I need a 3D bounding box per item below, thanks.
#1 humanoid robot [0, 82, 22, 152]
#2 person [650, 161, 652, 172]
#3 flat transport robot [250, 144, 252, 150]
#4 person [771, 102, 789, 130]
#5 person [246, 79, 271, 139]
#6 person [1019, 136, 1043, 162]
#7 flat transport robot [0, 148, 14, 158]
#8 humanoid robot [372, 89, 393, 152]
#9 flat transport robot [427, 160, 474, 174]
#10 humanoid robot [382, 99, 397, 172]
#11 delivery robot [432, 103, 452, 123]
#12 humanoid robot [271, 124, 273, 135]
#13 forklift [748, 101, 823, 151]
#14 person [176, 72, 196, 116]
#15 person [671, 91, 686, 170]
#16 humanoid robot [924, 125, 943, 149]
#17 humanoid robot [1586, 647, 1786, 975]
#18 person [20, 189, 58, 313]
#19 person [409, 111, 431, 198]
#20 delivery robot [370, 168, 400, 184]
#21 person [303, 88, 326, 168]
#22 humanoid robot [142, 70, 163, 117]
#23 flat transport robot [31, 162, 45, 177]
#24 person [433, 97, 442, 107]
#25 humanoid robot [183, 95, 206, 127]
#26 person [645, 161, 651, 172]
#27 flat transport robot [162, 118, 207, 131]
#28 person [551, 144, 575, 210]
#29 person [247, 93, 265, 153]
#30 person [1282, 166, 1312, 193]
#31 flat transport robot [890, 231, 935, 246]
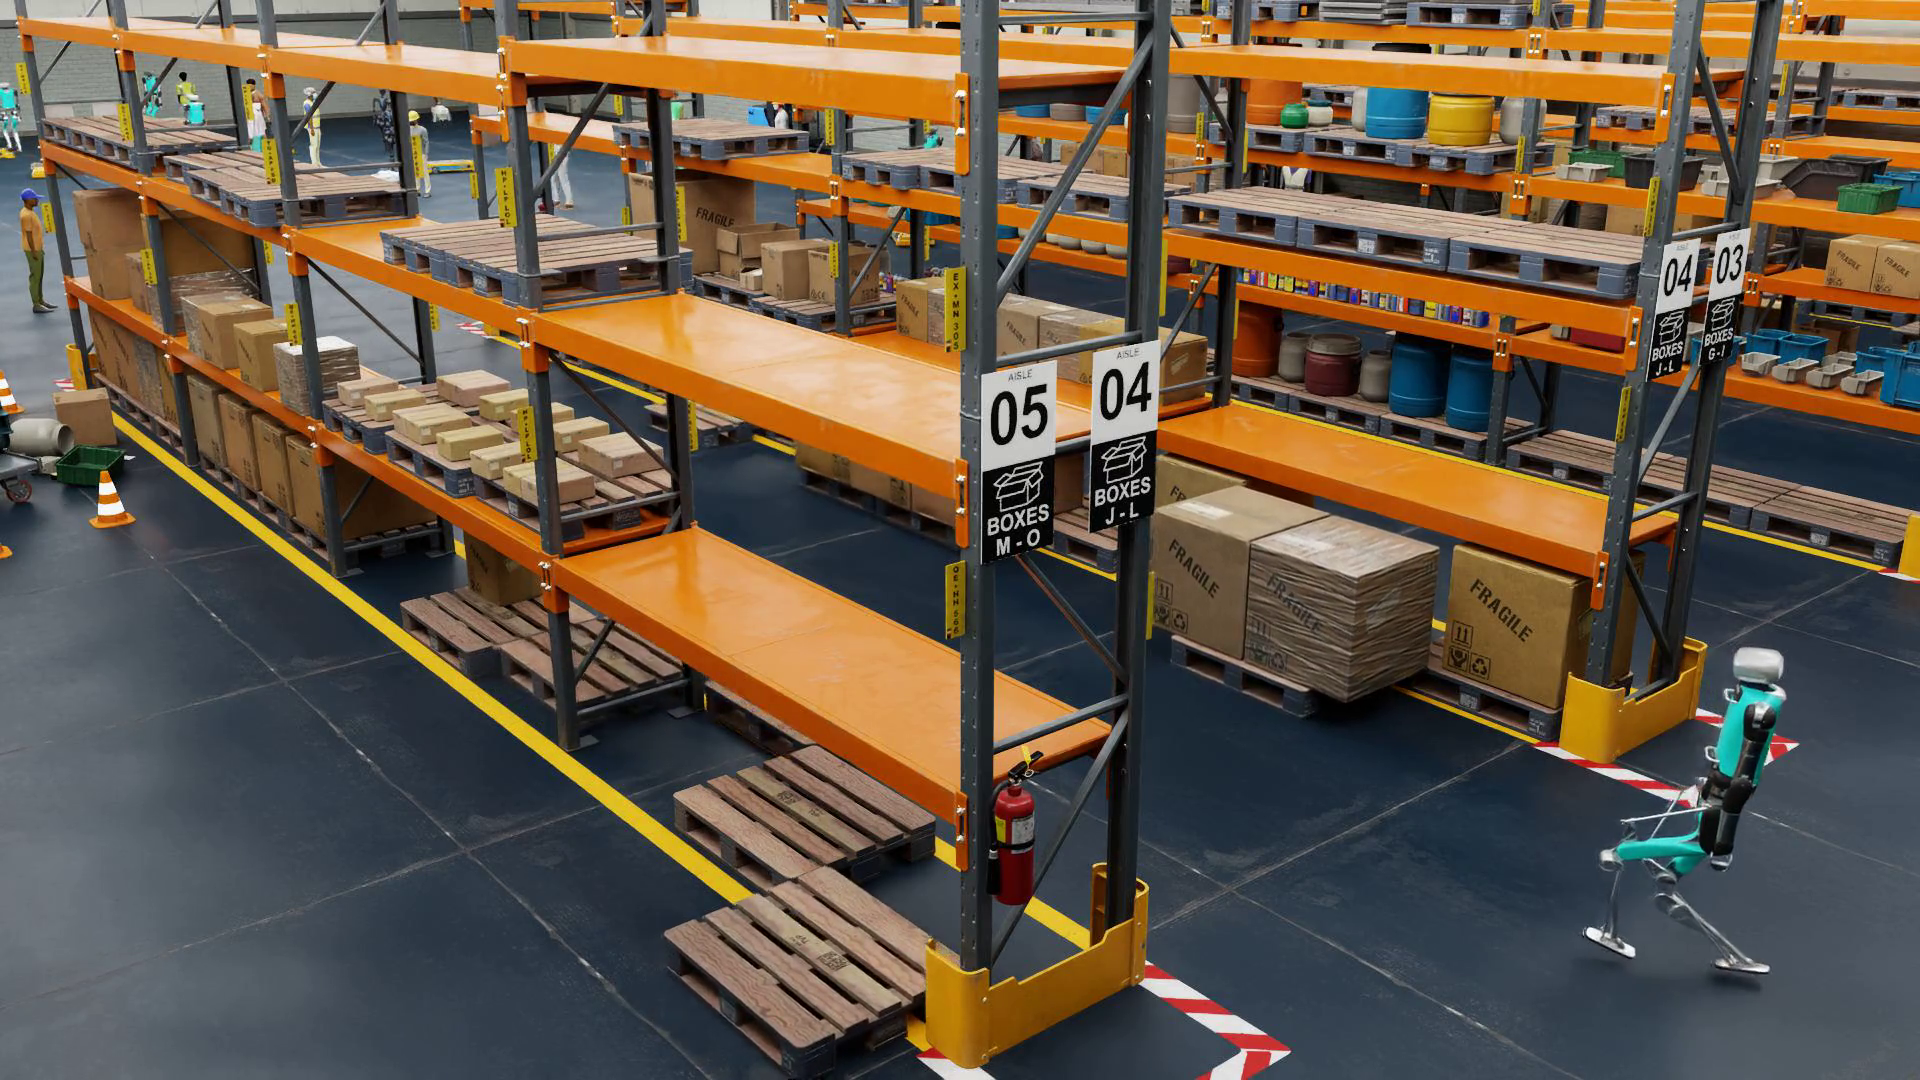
[{"bbox_3d":[-24.255,-10.760,42.351,0.543,1.758,0.830,-18,26,-42],"label":"humanoid robot"},{"bbox_3d":[-5.055,-5.995,28.440,0.362,1.963,0.612,6,20,16],"label":"person"},{"bbox_3d":[-17.666,-9.828,41.906,1.431,0.231,0.659,2,19,7],"label":"flat transport robot"},{"bbox_3d":[-3.907,-8.740,36.378,0.380,1.890,0.562,-4,20,-12],"label":"person"},{"bbox_3d":[-17.792,-10.709,42.021,0.779,1.855,0.397,1,19,2],"label":"person"},{"bbox_3d":[1.299,-6.610,30.506,0.542,1.757,0.414,-9,21,-24],"label":"person"},{"bbox_3d":[-24.135,-9.496,40.960,1.431,0.231,0.659,-10,22,-27],"label":"flat transport robot"},{"bbox_3d":[-14.654,-10.700,42.294,0.610,1.640,0.630,-3,20,-9],"label":"humanoid robot"},{"bbox_3d":[-11.870,-8.659,38.579,1.431,0.231,0.659,-7,21,-20],"label":"flat transport robot"},{"bbox_3d":[-12.999,-9.282,38.207,0.599,1.657,0.315,4,20,12],"label":"humanoid robot"},{"bbox_3d":[-15.653,-12.869,50.104,0.499,0.577,0.769,-12,23,-31],"label":"delivery robot"},{"bbox_3d":[-14.429,-8.231,35.330,0.792,1.639,0.588,-2,19,-6],"label":"humanoid robot"},{"bbox_3d":[-4.526,-11.368,42.374,1.129,2.768,1.873,-15,24,-37],"label":"forklift"},{"bbox_3d":[-21.715,-12.291,46.758,0.532,1.697,0.322,-16,25,-37],"label":"person"},{"bbox_3d":[-6.618,-9.524,38.523,0.521,1.951,0.470,3,20,10],"label":"person"},{"bbox_3d":[-0.777,-6.960,31.654,1.058,1.784,0.537,-13,23,-33],"label":"humanoid robot"},{"bbox_3d":[3.447,1.320,8.036,1.039,1.756,0.538,7,21,19],"label":"humanoid robot"},{"bbox_3d":[-12.914,-4.051,23.294,0.382,1.712,0.444,-7,20,-18],"label":"person"},{"bbox_3d":[-11.201,-7.960,34.341,0.523,1.763,0.322,6,20,17],"label":"person"},{"bbox_3d":[-12.052,-7.548,35.001,0.499,0.605,0.799,7,21,19],"label":"delivery robot"},{"bbox_3d":[-14.997,-9.523,38.595,0.401,1.893,0.523,-1,19,-4],"label":"person"},{"bbox_3d":[-22.428,-12.061,46.010,0.540,1.770,0.665,5,20,15],"label":"humanoid robot"},{"bbox_3d":[-20.879,-8.477,38.063,0.659,0.231,1.431,-10,22,-26],"label":"flat transport robot"},{"bbox_3d":[-16.206,-14.055,51.512,0.495,1.878,0.402,16,25,39],"label":"person"},{"bbox_3d":[-17.960,-9.475,38.761,1.019,1.771,0.533,10,22,27],"label":"humanoid robot"},{"bbox_3d":[-6.087,-7.591,33.333,0.466,1.734,0.318,-5,20,-15],"label":"person"},{"bbox_3d":[-19.259,-9.646,41.388,0.659,0.231,1.431,2,19,5],"label":"flat transport robot"},{"bbox_3d":[-7.940,-7.403,32.590,0.693,1.861,0.589,-9,21,-24],"label":"person"},{"bbox_3d":[-15.735,-9.029,37.177,0.367,1.907,0.488,1,19,4],"label":"person"},{"bbox_3d":[5.523,-5.561,27.411,0.413,1.830,0.572,-16,25,-39],"label":"person"},{"bbox_3d":[-0.869,-5.378,29.240,0.659,0.231,1.431,-3,20,-9],"label":"flat transport robot"}]
